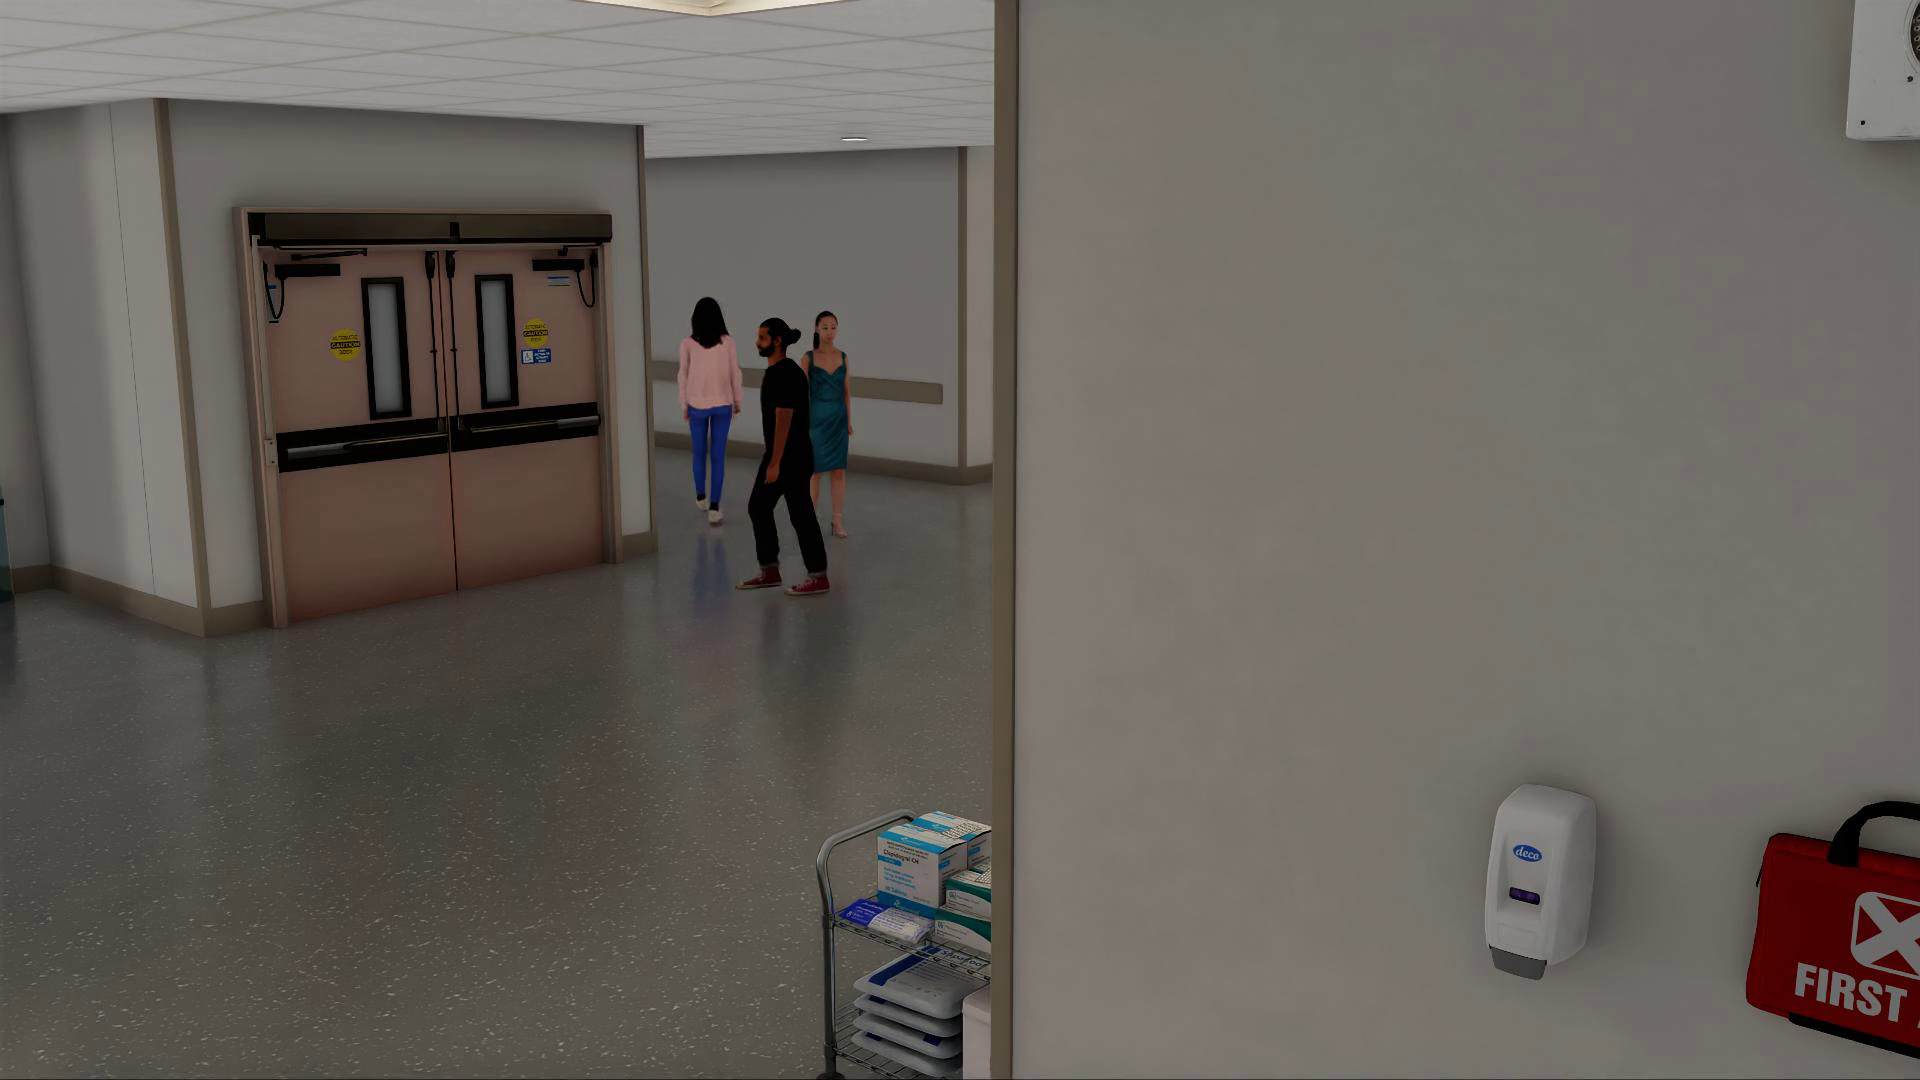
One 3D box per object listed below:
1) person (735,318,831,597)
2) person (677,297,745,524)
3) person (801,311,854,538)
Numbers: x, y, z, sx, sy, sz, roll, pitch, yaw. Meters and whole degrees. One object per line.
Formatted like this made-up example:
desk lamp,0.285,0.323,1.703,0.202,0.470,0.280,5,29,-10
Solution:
person,-0.994,-0.504,10.410,0.907,1.737,0.806,-5,12,-26
person,-1.947,-0.998,12.989,0.995,1.746,1.066,-1,11,-3
person,-0.995,-0.855,12.381,0.564,1.692,0.676,-4,12,-21
